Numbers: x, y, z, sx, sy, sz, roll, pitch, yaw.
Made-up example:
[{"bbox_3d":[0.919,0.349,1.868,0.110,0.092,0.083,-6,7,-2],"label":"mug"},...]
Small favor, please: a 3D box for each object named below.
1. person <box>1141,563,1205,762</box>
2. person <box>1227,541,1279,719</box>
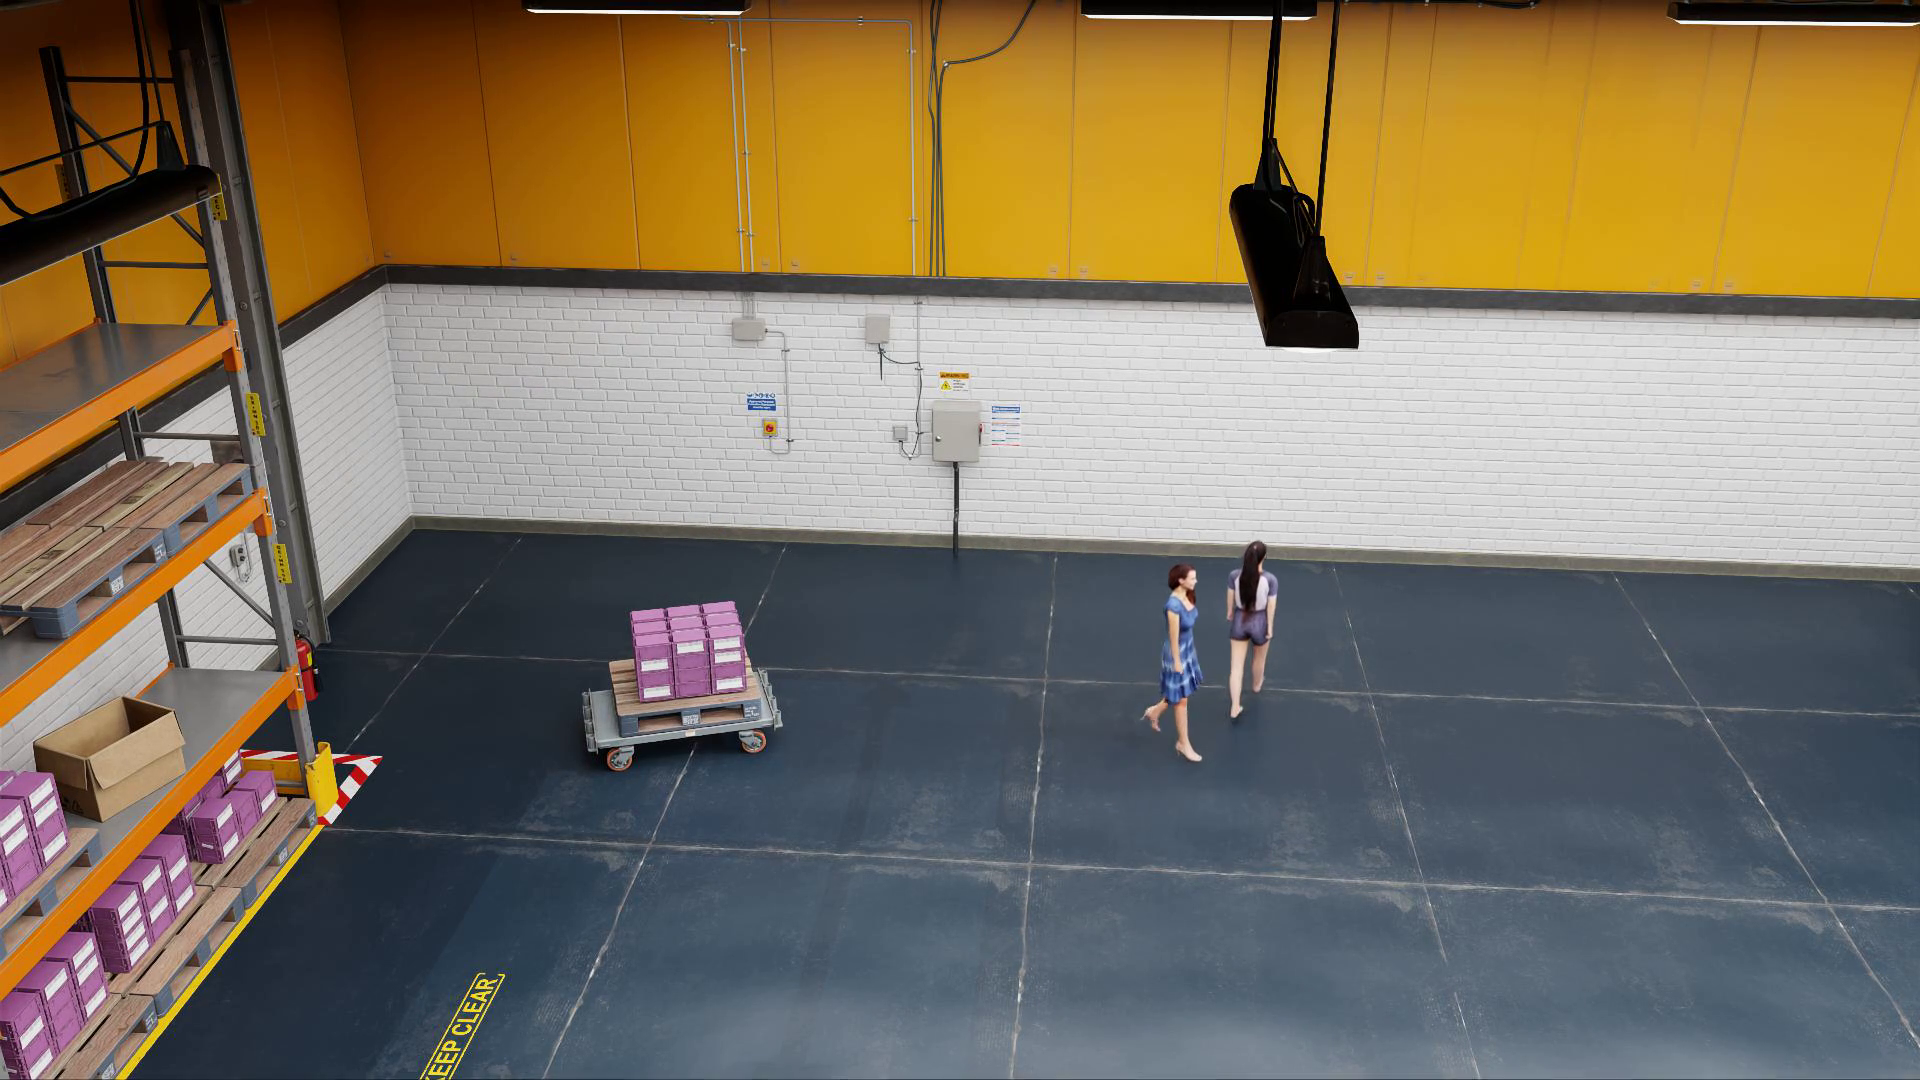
[{"bbox_3d":[1.803,1.017,14.035,0.876,1.794,0.863,10,25,21],"label":"person"},{"bbox_3d":[2.544,0.824,14.714,0.778,1.605,1.078,8,25,18],"label":"person"}]
